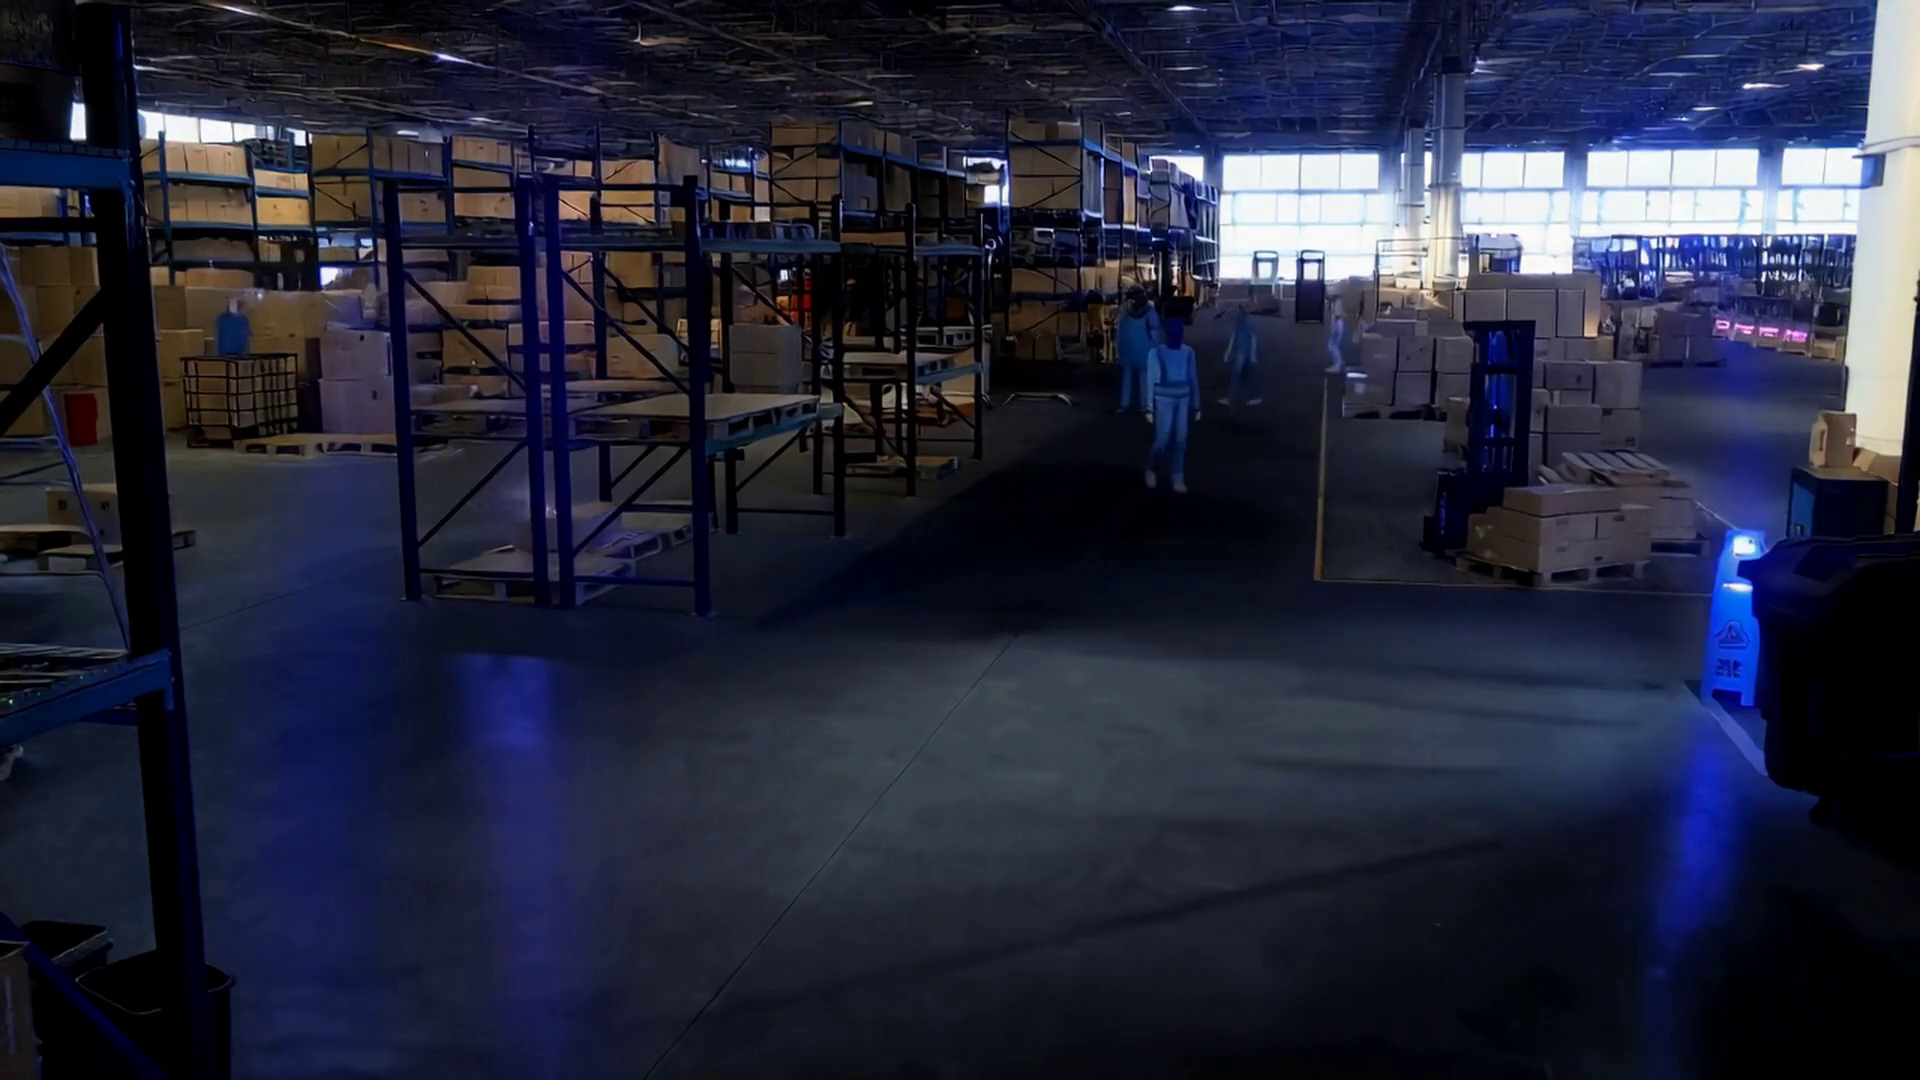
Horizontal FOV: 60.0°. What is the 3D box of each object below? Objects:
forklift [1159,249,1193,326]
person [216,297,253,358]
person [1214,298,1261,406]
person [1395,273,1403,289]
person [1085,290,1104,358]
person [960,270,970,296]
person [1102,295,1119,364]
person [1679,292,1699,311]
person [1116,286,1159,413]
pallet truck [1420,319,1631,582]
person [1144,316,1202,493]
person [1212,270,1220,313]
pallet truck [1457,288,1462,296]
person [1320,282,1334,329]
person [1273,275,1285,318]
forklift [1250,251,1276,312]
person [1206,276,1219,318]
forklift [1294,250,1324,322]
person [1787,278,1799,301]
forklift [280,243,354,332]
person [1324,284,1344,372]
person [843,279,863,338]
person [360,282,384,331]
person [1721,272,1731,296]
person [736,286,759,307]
[{"bbox_3d":[7.646,-9.320,61.395,1.873,2.768,1.129,2,10,11],"label":"forklift"},{"bbox_3d":[-11.476,-2.926,26.487,1.009,1.885,0.647,3,10,18],"label":"person"},{"bbox_3d":[4.740,-3.180,28.191,0.992,1.818,0.517,-4,10,-20],"label":"person"},{"bbox_3d":[16.804,-9.233,63.662,0.361,1.939,0.542,1,10,6],"label":"person"},{"bbox_3d":[3.367,-5.416,41.780,0.539,1.696,0.317,7,12,37],"label":"person"},{"bbox_3d":[0.243,-12.542,83.279,0.543,1.933,0.363,-2,10,-14],"label":"person"},{"bbox_3d":[3.548,-4.976,39.337,0.307,1.641,0.513,-7,12,-37],"label":"person"},{"bbox_3d":[19.386,-5.785,44.224,0.533,1.597,0.781,1,10,8],"label":"person"},{"bbox_3d":[2.843,-3.080,26.928,0.681,2.000,0.538,5,11,27],"label":"person"},{"bbox_3d":[4.543,-0.757,13.299,0.823,1.965,1.885,-4,10,-22],"label":"pallet truck"},{"bbox_3d":[2.260,-1.437,17.695,0.586,1.871,0.459,-5,11,-26],"label":"person"},{"bbox_3d":[11.778,-11.425,76.474,0.378,1.996,0.611,-1,10,-5],"label":"person"},{"bbox_3d":[20.506,-9.785,68.819,0.653,1.274,1.630,2,10,12],"label":"pallet truck"},{"bbox_3d":[13.290,-8.381,59.406,0.761,1.670,0.535,-2,10,-14],"label":"person"},{"bbox_3d":[13.451,-10.277,70.204,0.404,1.826,0.593,-6,11,-33],"label":"person"},{"bbox_3d":[13.807,-11.692,75.444,1.129,2.768,1.873,2,10,12],"label":"forklift"},{"bbox_3d":[10.722,-10.314,70.610,0.526,1.753,0.382,2,10,10],"label":"person"},{"bbox_3d":[13.778,-10.002,65.433,1.129,2.768,1.873,2,10,12],"label":"forklift"},{"bbox_3d":[33.032,-9.487,65.788,0.789,1.735,0.530,0,10,1],"label":"person"},{"bbox_3d":[-14.325,-5.079,36.282,1.873,2.768,1.129,2,10,12],"label":"forklift"},{"bbox_3d":[8.226,-4.647,36.556,0.404,1.922,0.578,1,10,5],"label":"person"},{"bbox_3d":[-2.758,-5.528,41.612,0.627,1.978,0.411,-4,10,-23],"label":"person"},{"bbox_3d":[-14.694,-5.500,41.651,0.587,1.911,0.397,-5,11,-25],"label":"person"},{"bbox_3d":[32.982,-10.582,71.643,0.437,1.934,0.604,7,12,34],"label":"person"},{"bbox_3d":[-5.828,-6.113,45.629,0.639,1.800,0.950,2,10,12],"label":"person"}]
